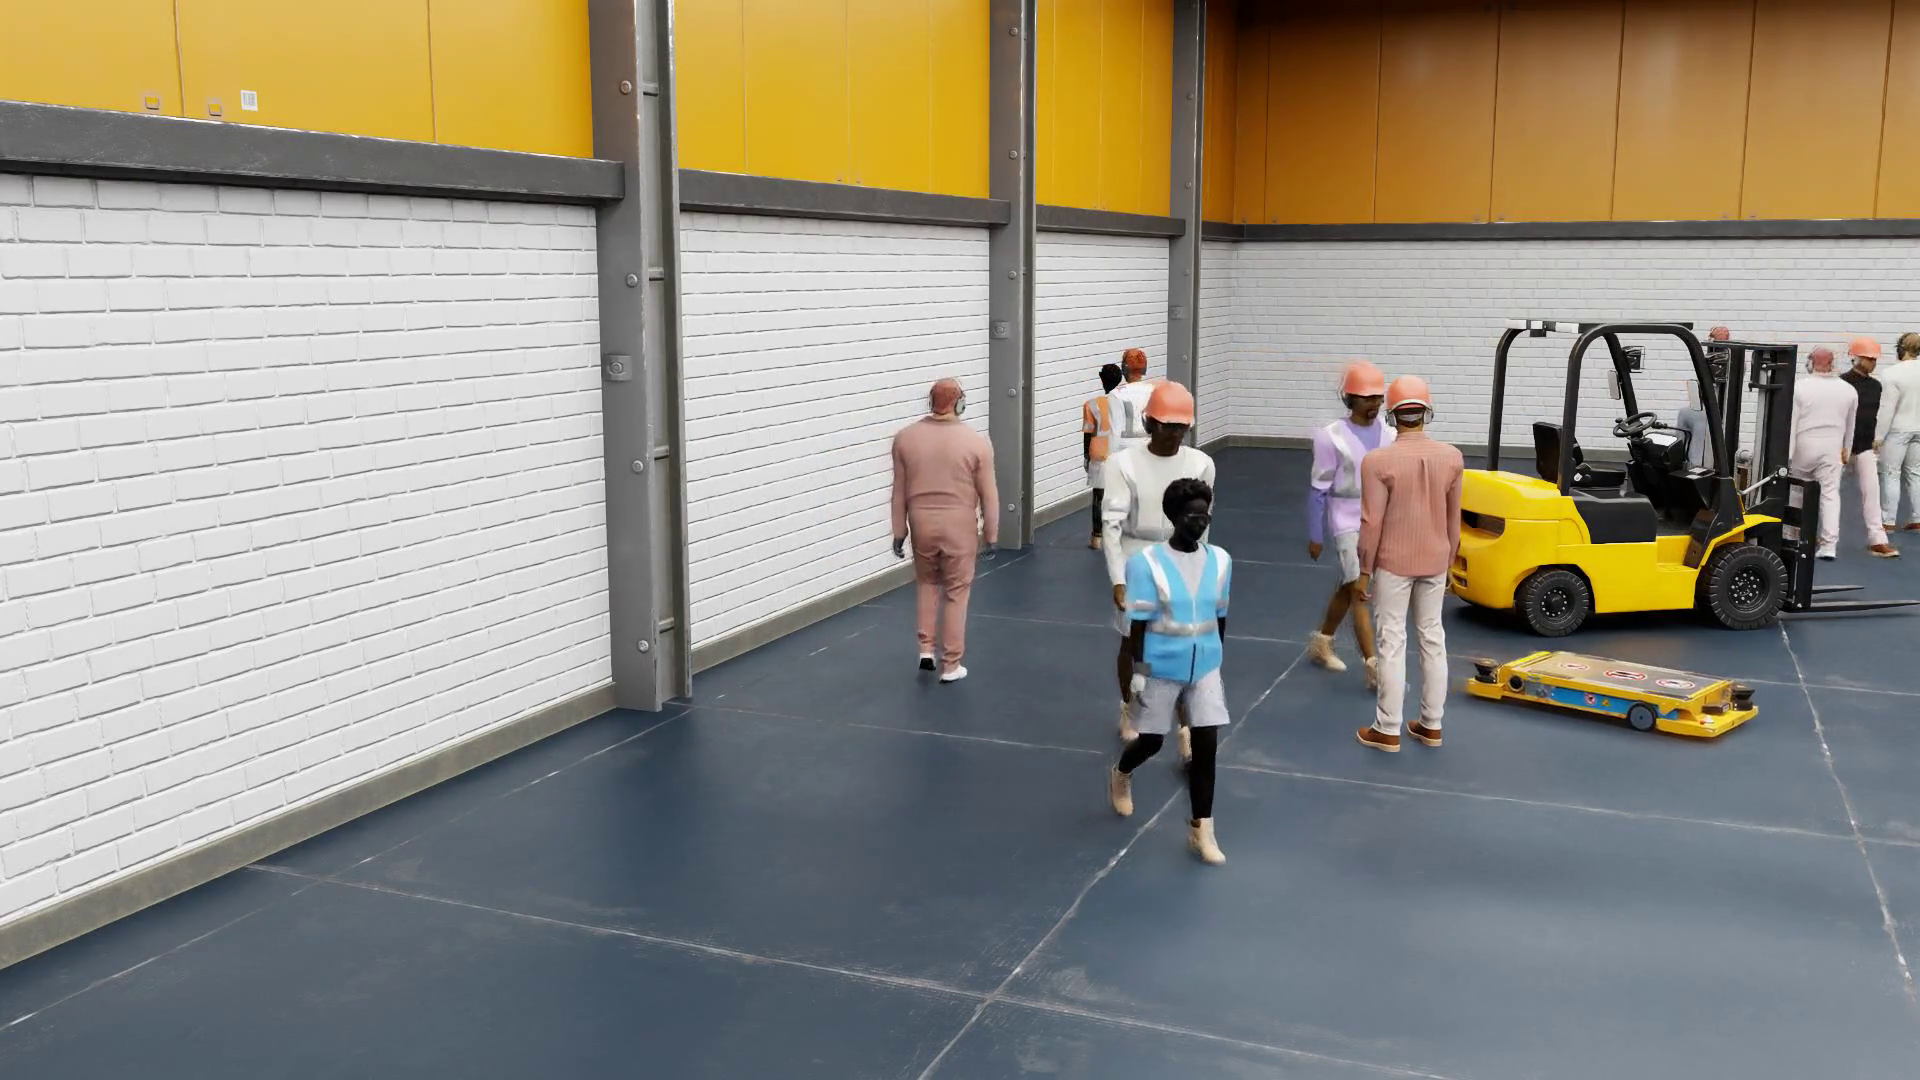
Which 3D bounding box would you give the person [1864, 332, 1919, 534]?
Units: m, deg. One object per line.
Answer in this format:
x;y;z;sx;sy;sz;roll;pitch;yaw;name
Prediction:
9.021;-1.002;15.898;0.644;1.947;0.491;-3;10;-17;person

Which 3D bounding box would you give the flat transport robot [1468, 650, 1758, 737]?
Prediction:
3.748;0.857;9.596;1.431;0.197;0.652;9;13;44;flat transport robot

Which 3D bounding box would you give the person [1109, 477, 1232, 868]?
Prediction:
0.922;0.535;7.299;0.533;1.675;0.696;-3;10;-18;person

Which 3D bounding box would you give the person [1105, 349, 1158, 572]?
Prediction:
1.441;-0.649;13.849;0.584;1.882;0.345;-6;11;-34;person

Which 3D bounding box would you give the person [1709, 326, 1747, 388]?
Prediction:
8.351;-1.407;18.395;0.636;1.902;0.406;-5;11;-27;person

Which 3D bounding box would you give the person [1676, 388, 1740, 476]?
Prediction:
6.658;-0.665;14.862;0.513;1.589;0.867;7;12;38;person

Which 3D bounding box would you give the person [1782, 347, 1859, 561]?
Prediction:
7.554;-0.778;14.722;0.667;1.850;1.014;1;9;3;person

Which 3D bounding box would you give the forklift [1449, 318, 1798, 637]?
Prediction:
4.706;-0.497;11.990;2.313;2.155;1.214;-2;10;-10;forklift

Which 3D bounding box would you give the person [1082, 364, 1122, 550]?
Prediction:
1.358;-0.746;15.033;0.529;1.690;0.321;-1;9;-3;person

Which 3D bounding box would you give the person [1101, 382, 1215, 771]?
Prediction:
1.020;0.180;8.538;0.616;1.973;1.085;-1;9;-5;person

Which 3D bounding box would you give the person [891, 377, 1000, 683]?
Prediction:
-0.077;-0.062;10.274;0.670;1.887;0.449;3;10;16;person

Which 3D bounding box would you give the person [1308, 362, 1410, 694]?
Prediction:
2.452;-0.090;10.173;0.611;1.991;1.036;-5;10;-26;person

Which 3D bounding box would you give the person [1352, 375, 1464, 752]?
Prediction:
2.359;0.128;8.813;0.612;1.991;0.391;-3;10;-18;person

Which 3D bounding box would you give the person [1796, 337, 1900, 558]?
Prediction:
7.970;-0.845;14.878;0.622;1.947;0.996;-2;10;-14;person
